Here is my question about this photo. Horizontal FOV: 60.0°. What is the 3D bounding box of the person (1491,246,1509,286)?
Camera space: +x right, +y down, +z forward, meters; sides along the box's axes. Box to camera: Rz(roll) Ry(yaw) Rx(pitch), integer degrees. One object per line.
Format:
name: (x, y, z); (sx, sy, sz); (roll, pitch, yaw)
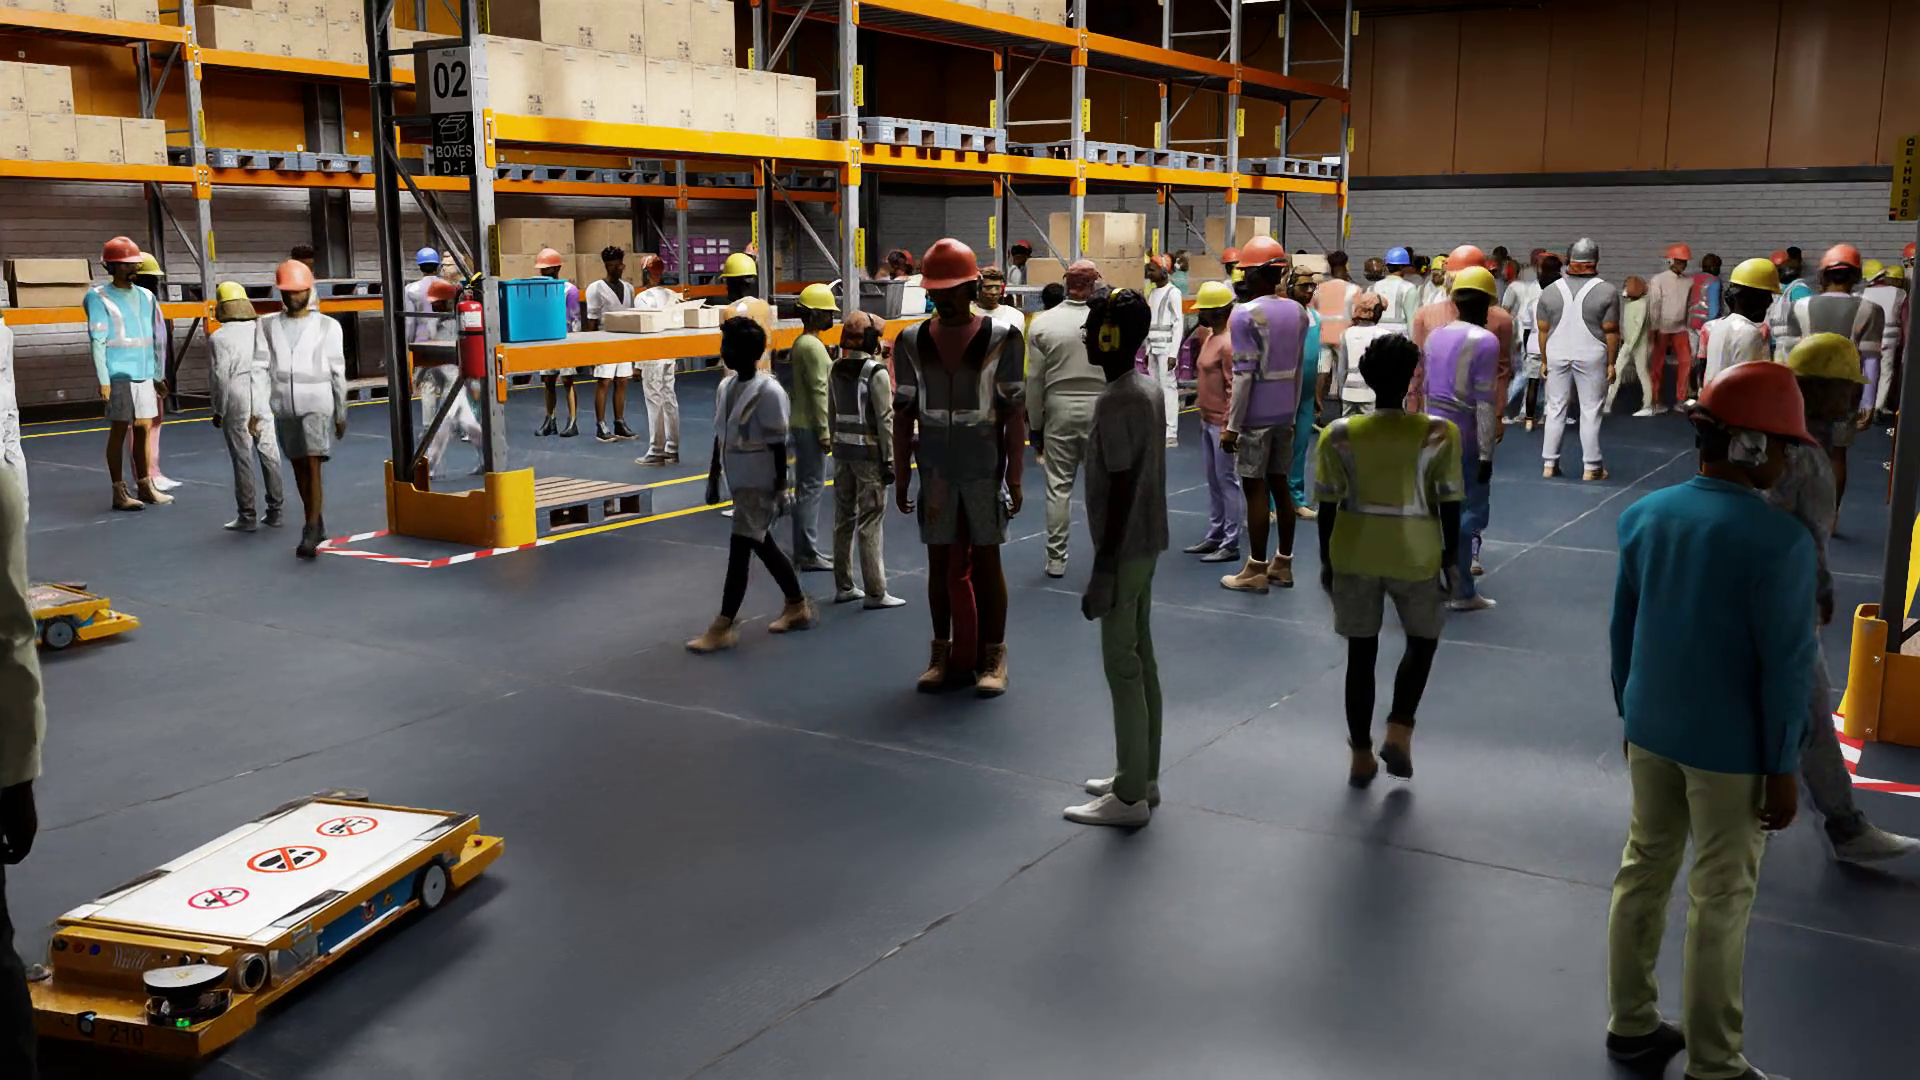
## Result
person: (8.759, -3.789, 26.947); (0.366, 1.930, 0.636); (4, 11, 22)

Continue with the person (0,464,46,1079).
person: (-2.117, 0.461, 3.226); (0.615, 1.986, 0.400); (-3, 11, -16)

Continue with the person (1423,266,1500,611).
person: (2.650, -0.527, 8.985); (0.623, 1.887, 0.611); (-3, 11, -18)

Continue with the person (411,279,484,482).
person: (-4.312, -1.341, 14.025); (0.934, 1.696, 0.566); (-9, 14, -41)

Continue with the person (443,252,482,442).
person: (-5.064, -1.946, 16.786); (0.640, 1.910, 0.401); (7, 12, 32)

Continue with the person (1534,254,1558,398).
person: (7.521, -2.773, 21.532); (0.395, 1.847, 0.564); (7, 12, 32)

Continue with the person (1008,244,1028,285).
person: (0.851, -3.499, 25.253); (0.374, 1.957, 0.607); (-2, 10, -10)

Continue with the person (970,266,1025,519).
person: (0.191, -1.065, 12.107); (0.563, 1.836, 0.395); (-2, 10, -9)

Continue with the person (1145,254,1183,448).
person: (1.972, -1.844, 16.280); (0.337, 1.882, 0.585); (-4, 11, -20)

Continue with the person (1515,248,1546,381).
person: (8.304, -3.252, 24.021); (0.403, 1.906, 0.651); (-6, 12, -30)

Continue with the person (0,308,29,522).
person: (-6.860, -0.955, 11.750); (0.297, 1.744, 0.487); (0, 10, 1)

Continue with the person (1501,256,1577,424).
person: (6.317, -2.185, 18.262); (0.947, 1.867, 0.610); (2, 10, 10)

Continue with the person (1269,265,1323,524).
person: (2.404, -1.040, 11.936); (0.508, 1.846, 0.345); (-7, 12, -35)

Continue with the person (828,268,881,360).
person: (-1.160, -2.183, 18.110); (0.598, 1.908, 0.400); (-4, 11, -19)

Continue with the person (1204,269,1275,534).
person: (1.969, -0.979, 11.538); (0.576, 1.859, 0.950); (4, 11, 23)

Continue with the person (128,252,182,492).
person: (-6.552, -1.351, 13.432); (0.381, 1.924, 0.593); (-1, 10, -4)

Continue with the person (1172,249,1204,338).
person: (3.261, -3.166, 23.573); (0.499, 1.900, 0.662); (-9, 13, -40)

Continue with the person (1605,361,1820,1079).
person: (1.791, 0.450, 3.953); (0.347, 1.743, 0.563); (-4, 11, -19)

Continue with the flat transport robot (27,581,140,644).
flat transport robot: (-4.893, 0.432, 8.143); (0.652, 0.197, 1.431); (8, 13, 36)

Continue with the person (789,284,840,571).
person: (-0.887, -0.688, 10.238); (0.332, 1.760, 0.526); (-3, 11, -16)

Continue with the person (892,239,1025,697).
person: (-0.017, -0.310, 7.401); (0.611, 2.029, 0.409); (3, 11, 15)

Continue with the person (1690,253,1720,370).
person: (11.523, -3.521, 25.781); (0.587, 1.810, 0.797); (-2, 10, -11)

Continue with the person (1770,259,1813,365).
person: (9.229, -2.201, 18.486); (0.433, 1.812, 0.692); (2, 10, 12)

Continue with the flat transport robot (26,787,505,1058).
flat transport robot: (-1.976, 1.038, 4.786); (0.652, 0.197, 1.431); (3, 11, 15)

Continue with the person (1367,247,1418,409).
person: (4.450, -2.024, 17.103); (0.386, 1.948, 0.601); (-8, 13, -39)

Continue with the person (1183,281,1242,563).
person: (1.612, -0.739, 10.495); (0.329, 1.765, 0.526); (-1, 10, -8)

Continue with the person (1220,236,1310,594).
person: (1.723, -0.714, 9.581); (0.611, 2.042, 0.396); (-9, 13, -40)

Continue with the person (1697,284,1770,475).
person: (6.183, -1.215, 13.336); (0.535, 1.691, 0.317); (6, 12, 30)

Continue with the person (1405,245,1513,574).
person: (3.014, -0.783, 10.105); (0.609, 1.993, 0.382); (3, 11, 17)

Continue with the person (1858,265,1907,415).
person: (10.760, -2.319, 19.343); (0.324, 1.732, 0.492); (-3, 11, -15)

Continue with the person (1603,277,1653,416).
person: (7.649, -2.210, 19.108); (0.797, 1.598, 0.510); (-1, 10, -6)

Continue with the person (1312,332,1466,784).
person: (1.575, 0.080, 6.153); (0.553, 1.686, 0.360); (4, 11, 21)
